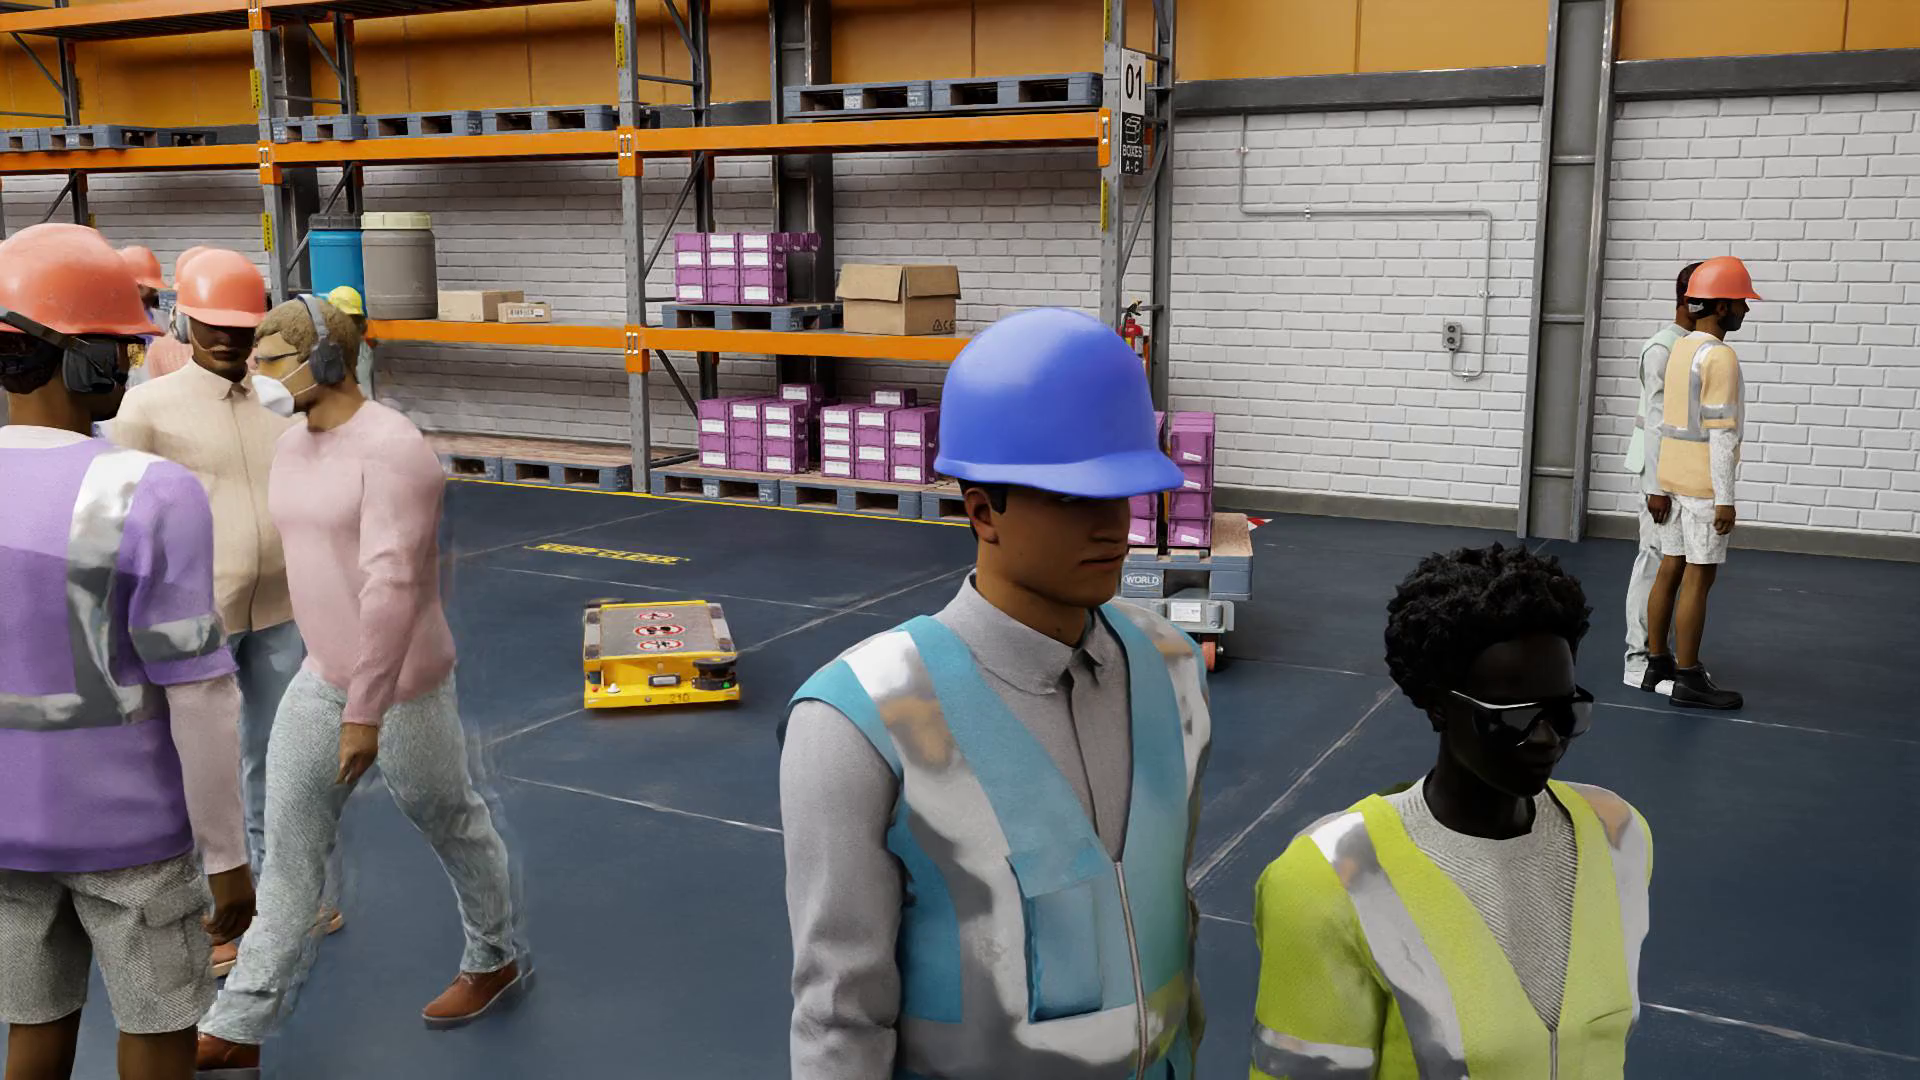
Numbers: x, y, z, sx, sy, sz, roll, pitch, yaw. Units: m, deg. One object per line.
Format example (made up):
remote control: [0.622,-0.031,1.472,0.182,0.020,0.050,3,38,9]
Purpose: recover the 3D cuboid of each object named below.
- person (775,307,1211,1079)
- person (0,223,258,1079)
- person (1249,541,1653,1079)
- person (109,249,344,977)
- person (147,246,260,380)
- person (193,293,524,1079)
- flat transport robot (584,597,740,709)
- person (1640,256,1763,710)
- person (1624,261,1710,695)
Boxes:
person: [0.073,0.716,1.902,0.602,1.948,0.387,-9,14,-42]
person: [-1.507,0.485,2.907,0.611,2.042,0.395,2,11,12]
person: [0.573,0.836,1.934,0.541,1.696,0.315,-5,11,-23]
person: [-2.017,0.195,4.653,0.401,1.986,0.612,7,12,33]
person: [-3.190,-0.269,7.221,0.609,1.986,0.413,-2,10,-8]
person: [-1.502,0.366,3.981,0.644,1.874,1.051,7,12,34]
flat transport robot: [-1.406,0.492,7.727,0.652,0.197,1.431,-2,11,-12]
person: [3.209,-0.244,7.192,0.359,1.939,0.543,-1,10,-3]
person: [3.203,-0.280,7.461,0.392,1.914,0.589,9,13,40]
